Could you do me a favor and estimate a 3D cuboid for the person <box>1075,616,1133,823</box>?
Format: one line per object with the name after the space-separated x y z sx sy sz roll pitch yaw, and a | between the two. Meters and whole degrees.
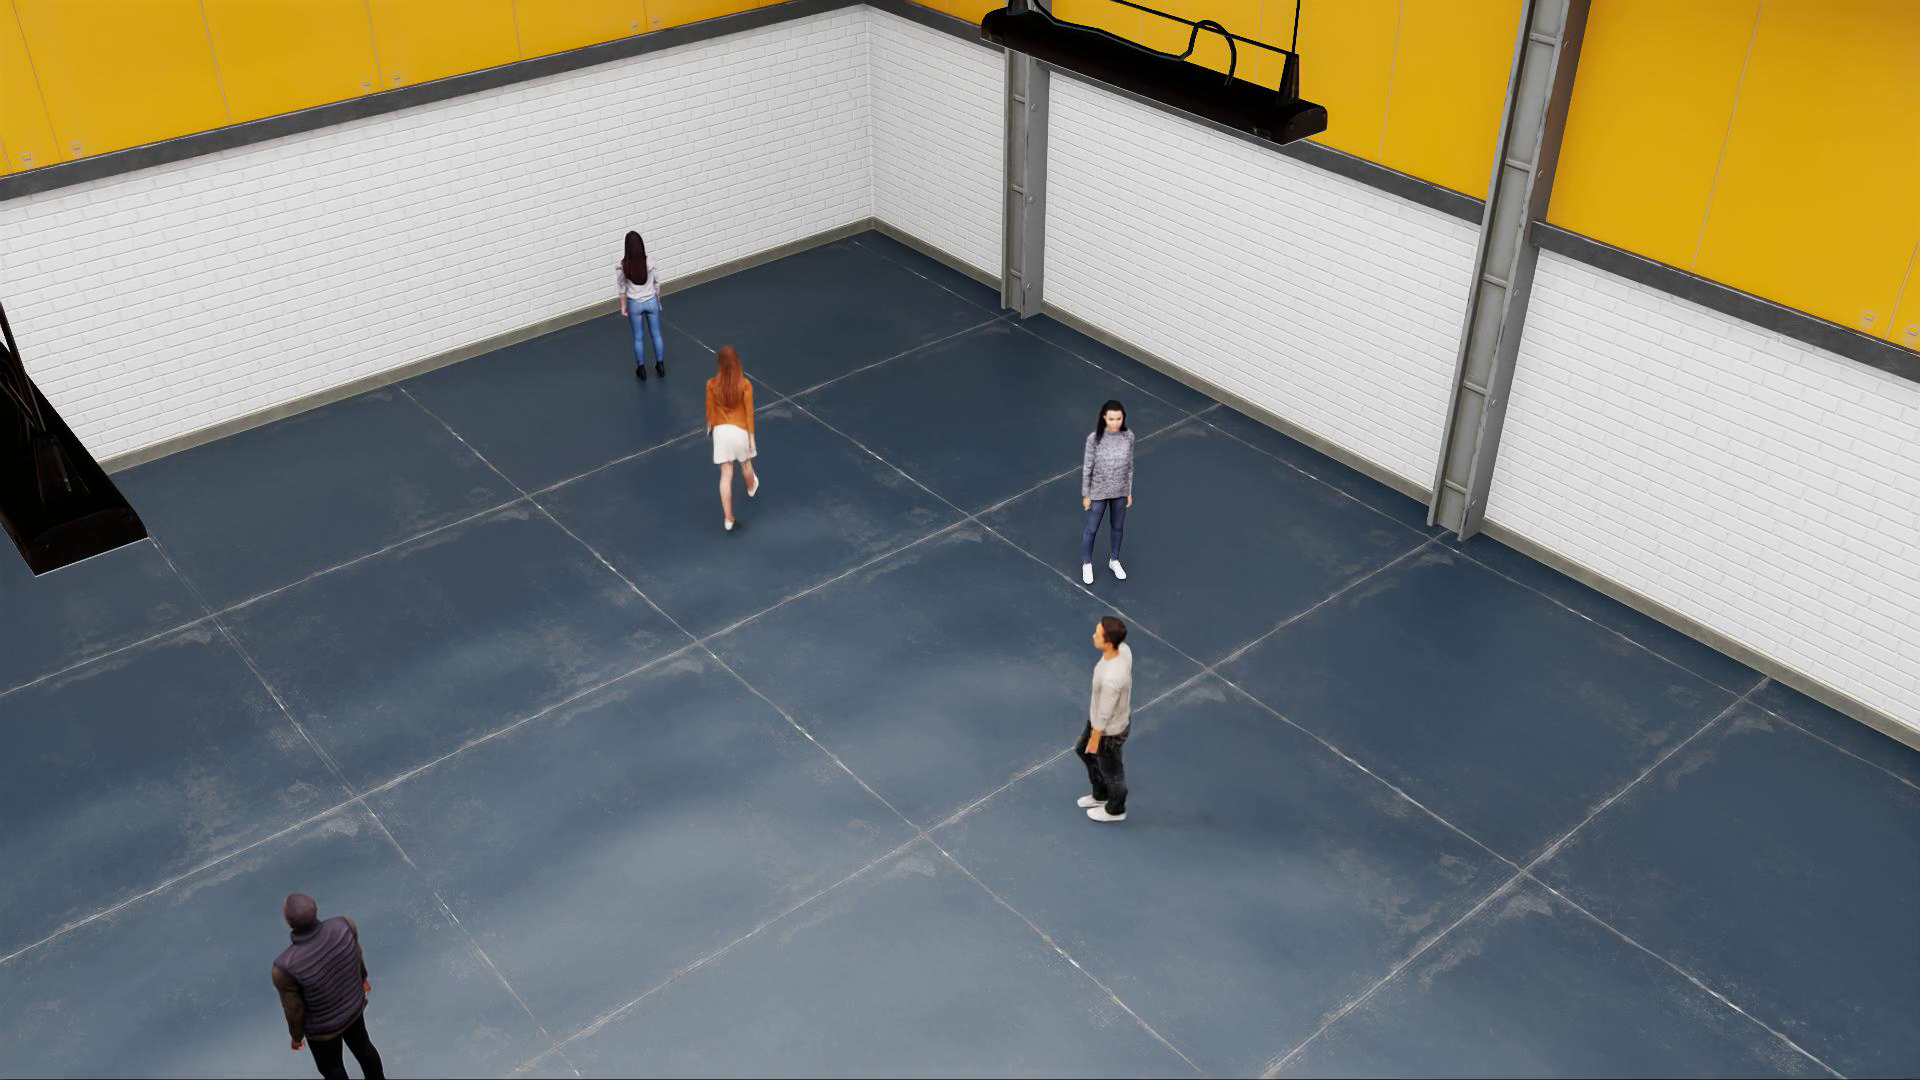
1.134 1.279 11.648 0.855 1.803 0.798 3 34 5 | person

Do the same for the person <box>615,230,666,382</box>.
-3.317 -2.461 17.432 0.659 1.630 0.636 -11 35 -15 | person

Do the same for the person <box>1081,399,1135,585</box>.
1.273 -0.435 14.290 0.685 1.733 0.676 -7 34 -11 | person

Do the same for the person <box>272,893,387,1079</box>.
-3.588 2.693 9.491 0.689 1.836 0.765 19 38 26 | person

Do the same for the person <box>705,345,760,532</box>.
-2.073 -0.889 15.025 1.077 1.675 1.177 1 34 1 | person
